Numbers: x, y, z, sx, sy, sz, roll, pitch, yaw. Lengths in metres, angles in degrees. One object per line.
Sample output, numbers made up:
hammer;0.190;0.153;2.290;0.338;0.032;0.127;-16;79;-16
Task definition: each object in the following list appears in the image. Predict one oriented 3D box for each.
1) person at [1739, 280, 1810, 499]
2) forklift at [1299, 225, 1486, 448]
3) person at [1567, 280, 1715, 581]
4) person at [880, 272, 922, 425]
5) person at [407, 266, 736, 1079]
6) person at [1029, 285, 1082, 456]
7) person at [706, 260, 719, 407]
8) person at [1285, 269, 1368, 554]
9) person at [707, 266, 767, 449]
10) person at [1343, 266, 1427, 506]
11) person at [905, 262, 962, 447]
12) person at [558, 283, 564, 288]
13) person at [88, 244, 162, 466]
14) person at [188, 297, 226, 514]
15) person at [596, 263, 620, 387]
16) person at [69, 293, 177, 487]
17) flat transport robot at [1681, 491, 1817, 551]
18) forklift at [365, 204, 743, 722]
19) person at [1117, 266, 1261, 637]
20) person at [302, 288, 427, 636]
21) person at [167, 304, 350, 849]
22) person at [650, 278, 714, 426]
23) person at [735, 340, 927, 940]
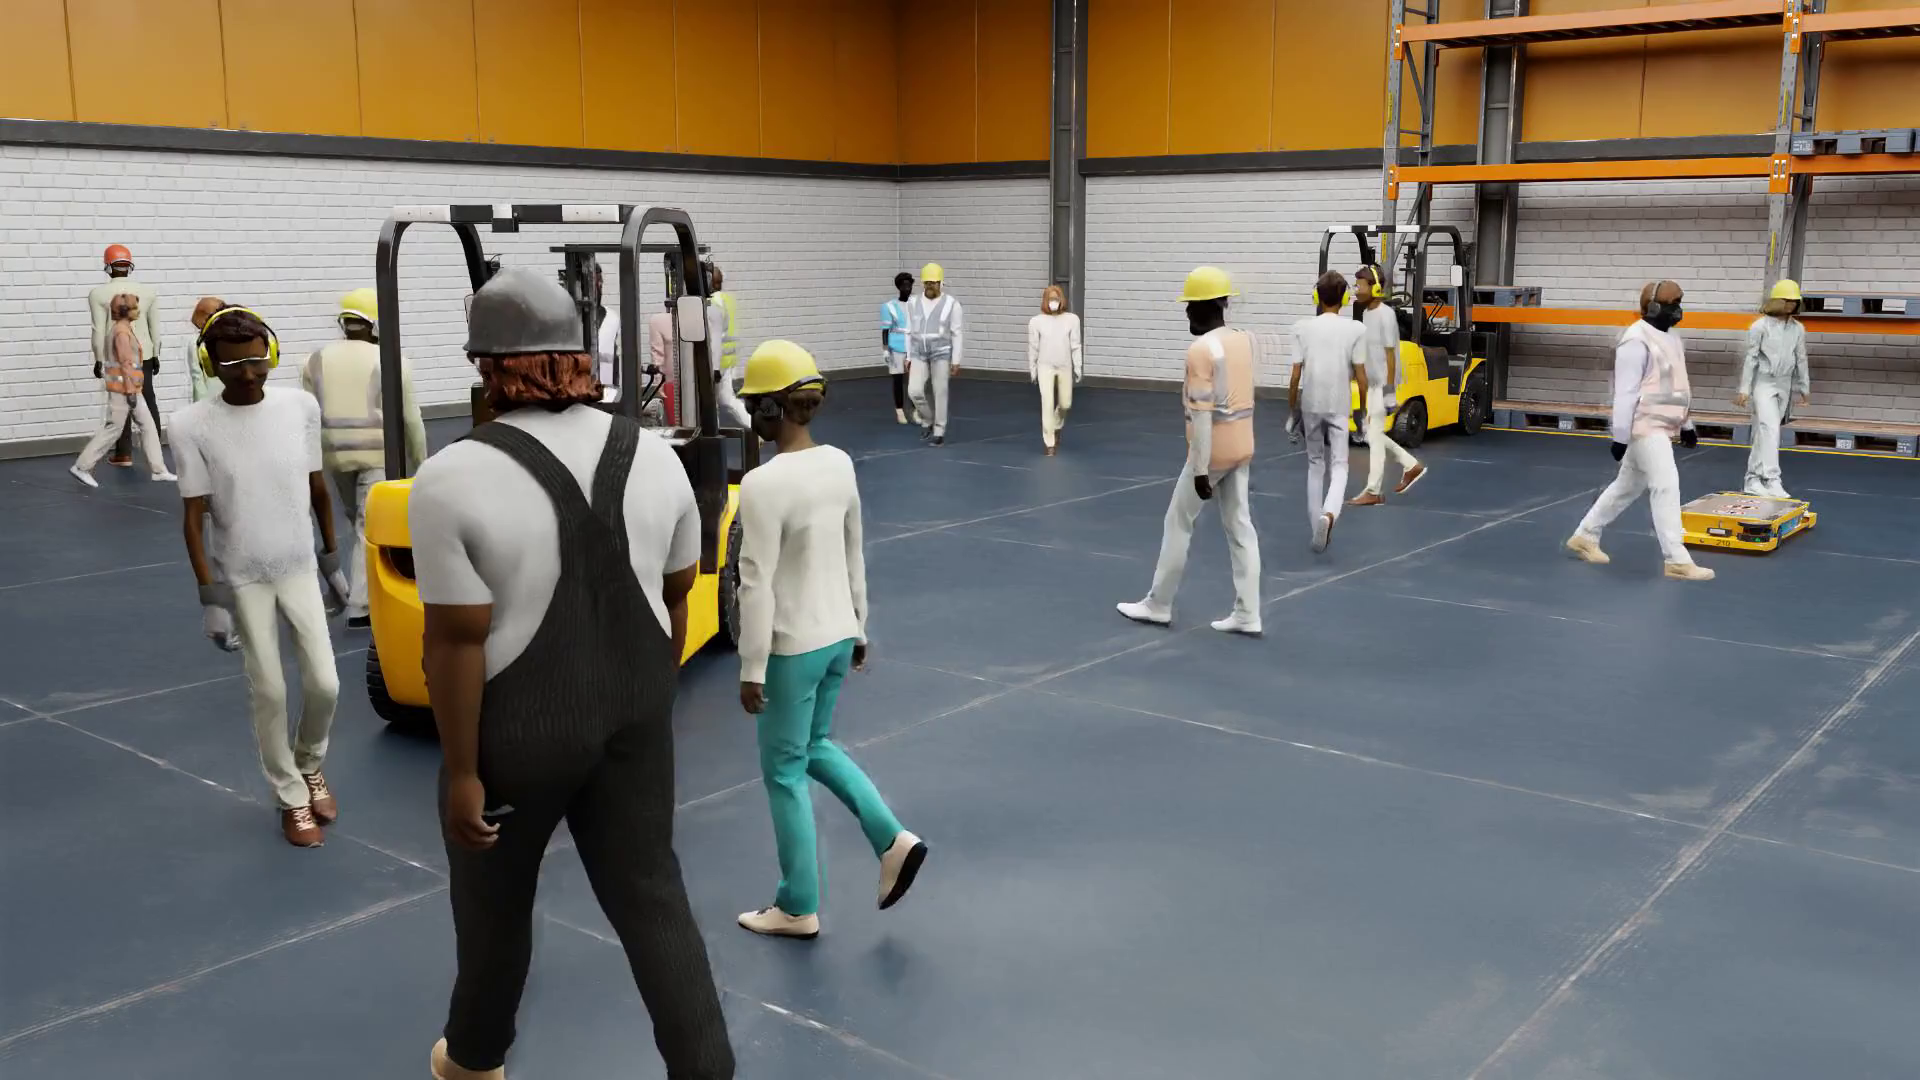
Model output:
person;6.468;-1.173;13.061;0.512;1.713;0.738;-3;11;-17
forklift;4.449;-2.115;16.993;1.214;2.155;2.313;8;13;38
person;4.201;-0.692;10.212;0.928;1.804;0.623;8;13;37
person;-0.584;-2.076;18.183;0.557;1.673;0.654;-2;10;-13
person;-0.851;0.365;3.677;0.697;2.000;1.017;-9;14;-42
person;0.899;-1.636;15.932;0.501;1.616;0.647;-1;10;-6
person;-3.148;-2.539;20.208;0.355;1.883;0.574;8;13;38
person;2.365;-0.820;10.782;0.530;1.852;0.767;4;11;20
person;-2.269;-1.685;15.699;0.905;1.808;0.635;0;10;3
person;3.282;-1.168;12.737;0.620;1.843;0.543;-1;10;-8
person;-0.268;-1.820;16.403;0.610;1.812;0.418;4;11;19
person;-3.181;-1.204;13.325;0.318;1.697;0.535;8;13;38
person;-7.554;-1.670;15.078;0.380;1.995;0.611;8;13;38
person;-5.464;-0.982;12.303;0.475;1.615;0.535;1;10;6
person;-2.647;-1.010;11.680;0.768;1.898;0.604;9;14;41
person;-6.998;-1.242;13.802;0.822;1.606;0.528;-4;11;-22
flat transport robot;5.356;-0.143;11.397;0.652;0.197;1.431;8;13;38
forklift;-1.766;-0.406;7.525;1.214;2.155;2.313;1;10;7
person;1.235;-0.461;8.647;0.881;1.888;0.616;8;13;39
person;-3.117;-0.439;8.861;0.608;1.775;0.928;2;10;8
person;-2.270;0.148;5.490;0.568;1.820;0.460;-8;13;-38
person;-2.281;-1.294;13.711;0.517;1.730;0.820;-2;10;-9
person;-0.418;0.305;4.800;0.521;1.749;0.567;5;11;26
